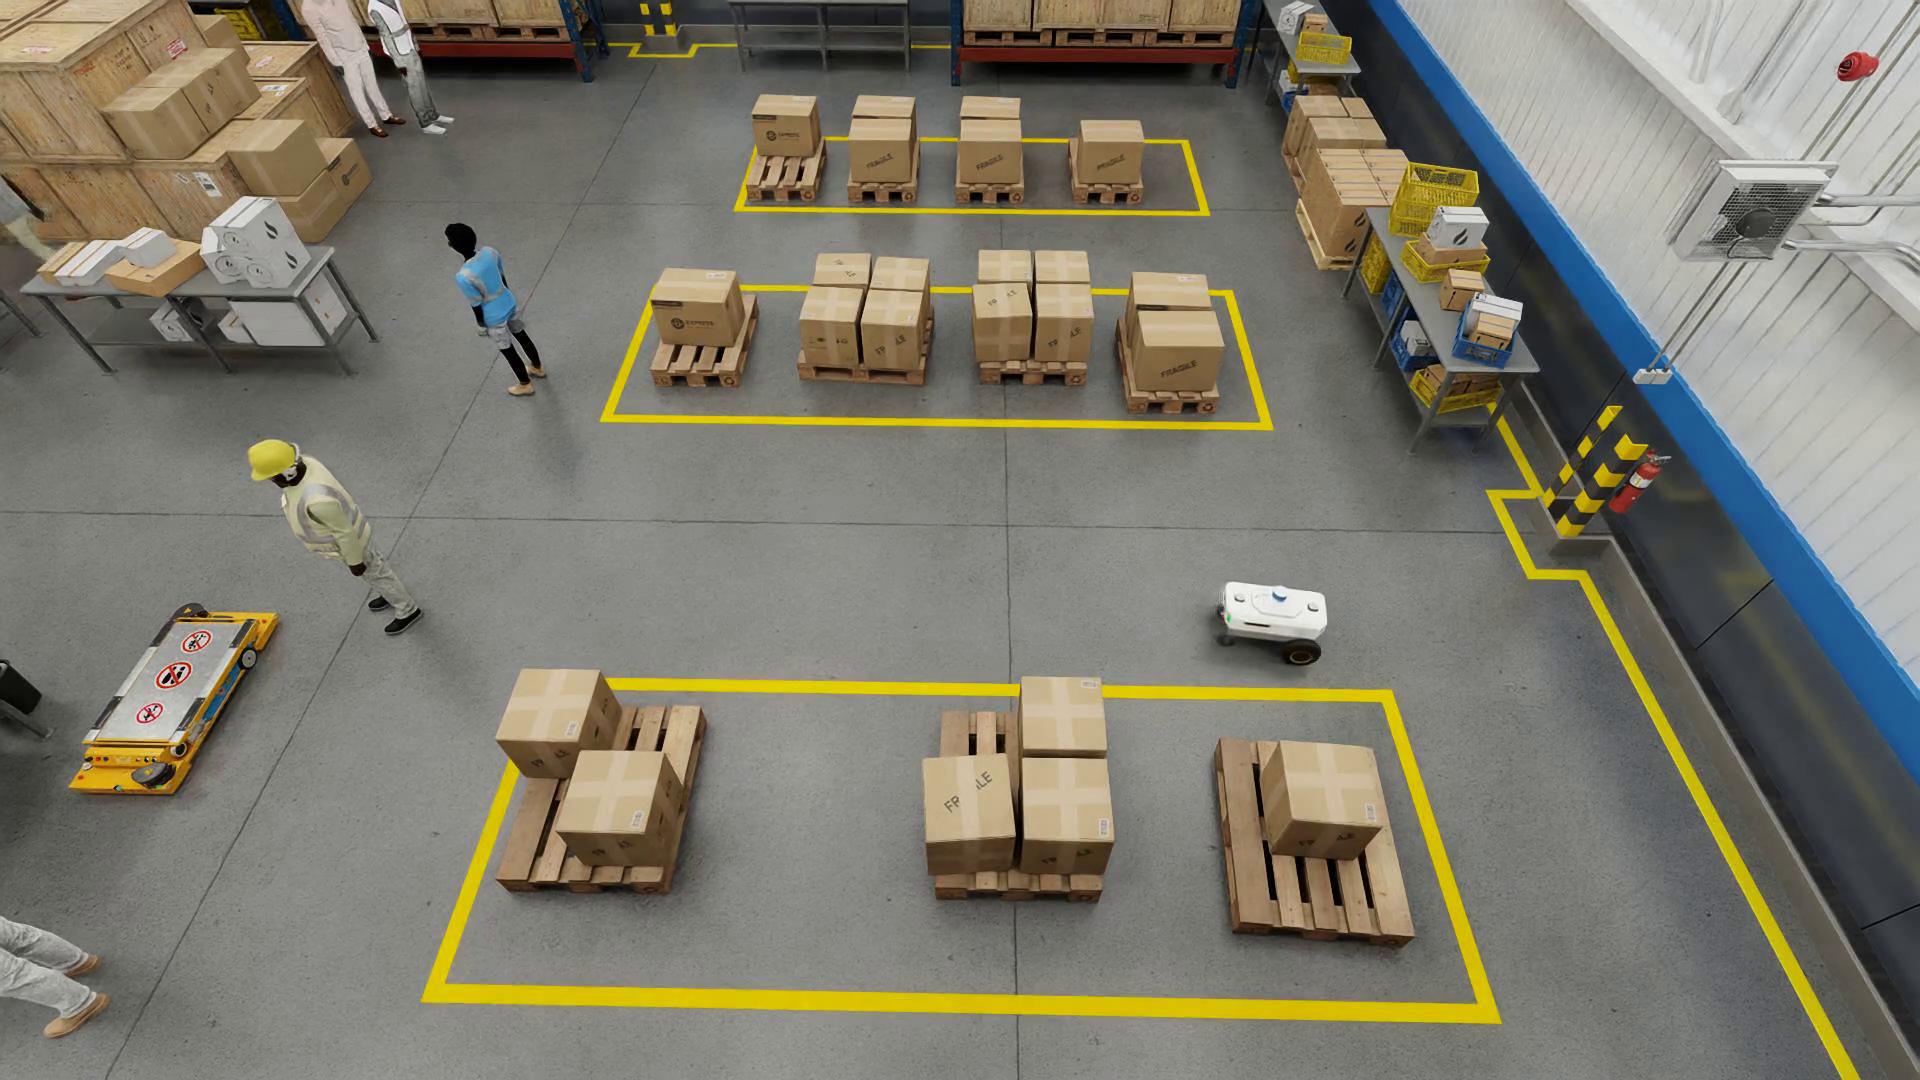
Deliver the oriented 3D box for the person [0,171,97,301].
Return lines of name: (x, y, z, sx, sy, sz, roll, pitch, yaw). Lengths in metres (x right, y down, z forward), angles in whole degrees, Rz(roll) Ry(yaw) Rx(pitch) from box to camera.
person: (-9.332, -3.170, 9.016, 0.470, 1.842, 0.500, -8, 50, -7)

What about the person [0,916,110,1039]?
person: (-5.085, 2.043, 4.602, 0.429, 1.840, 0.624, -30, 56, -23)

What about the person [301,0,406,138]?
person: (-7.585, -6.063, 11.416, 0.408, 1.908, 0.646, 12, 51, 10)

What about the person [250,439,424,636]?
person: (-4.298, -0.021, 6.355, 0.404, 1.828, 0.587, -34, 58, -25)

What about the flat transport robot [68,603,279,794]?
flat transport robot: (-5.504, 1.072, 6.442, 0.652, 0.197, 1.431, 1, 50, 1)

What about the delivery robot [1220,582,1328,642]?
delivery robot: (2.272, 0.517, 6.668, 0.707, 0.478, 0.477, 7, 50, 6)

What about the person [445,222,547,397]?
person: (-4.121, -2.029, 8.138, 0.318, 1.697, 0.533, 8, 50, 7)

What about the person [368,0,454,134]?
person: (-6.940, -6.075, 11.426, 0.385, 1.912, 0.592, -1, 50, -1)
